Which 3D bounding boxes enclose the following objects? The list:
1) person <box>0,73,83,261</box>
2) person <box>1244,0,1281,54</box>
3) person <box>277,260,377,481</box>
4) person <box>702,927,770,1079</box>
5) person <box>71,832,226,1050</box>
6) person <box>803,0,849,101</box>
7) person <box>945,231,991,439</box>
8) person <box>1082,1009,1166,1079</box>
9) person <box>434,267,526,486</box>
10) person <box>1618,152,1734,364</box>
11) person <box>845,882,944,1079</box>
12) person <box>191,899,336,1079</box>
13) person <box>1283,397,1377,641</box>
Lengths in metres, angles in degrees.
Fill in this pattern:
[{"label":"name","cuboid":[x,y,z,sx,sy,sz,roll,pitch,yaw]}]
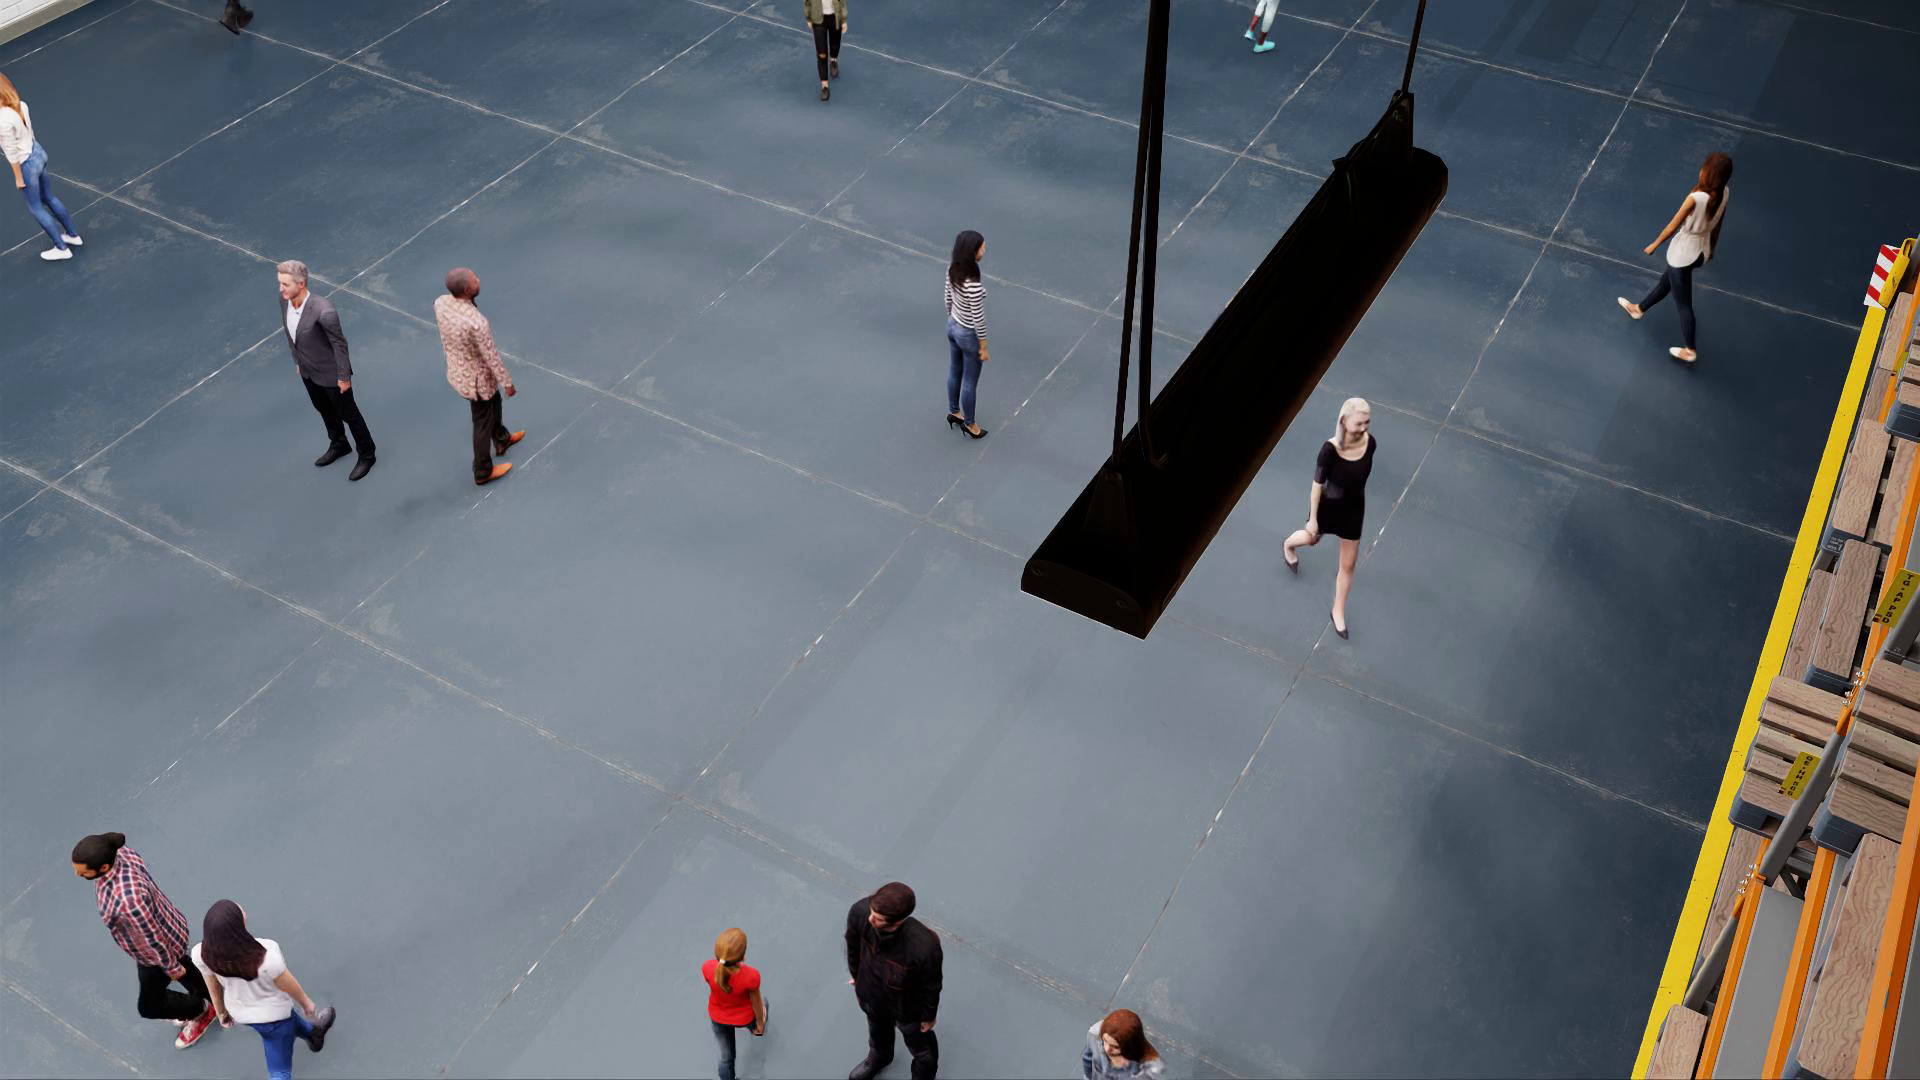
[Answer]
[{"label":"person","cuboid":[-8.024,-3.241,14.376,0.765,1.725,0.661,-3,44,-3]},{"label":"person","cuboid":[3.172,-5.800,17.071,0.747,1.714,0.686,-28,50,-26]},{"label":"person","cuboid":[-4.695,-1.278,12.230,0.699,1.842,0.577,21,47,21]},{"label":"person","cuboid":[-1.187,2.527,8.645,0.735,1.278,0.935,2,44,2]},{"label":"person","cuboid":[-4.193,2.066,8.787,0.811,1.750,0.832,-24,49,-23]},{"label":"person","cuboid":[-1.325,-5.229,16.667,0.946,1.442,1.074,-4,44,-5]},{"label":"person","cuboid":[0.041,-1.530,12.529,0.655,1.796,0.660,-23,48,-22]},{"label":"person","cuboid":[0.838,2.715,8.165,0.713,1.667,1.041,26,50,25]},{"label":"person","cuboid":[-3.618,-1.160,12.149,0.827,1.784,0.923,32,52,29]},{"label":"person","cuboid":[5.877,-2.198,13.277,1.161,1.731,1.062,-21,47,-20]},{"label":"person","cuboid":[-0.321,2.290,8.487,0.722,1.839,0.562,25,49,24]},{"label":"person","cuboid":[-3.548,2.483,8.430,0.879,1.638,1.211,6,44,7]},{"label":"person","cuboid":[2.474,-0.246,11.184,1.113,1.792,1.134,-13,45,-13]}]
